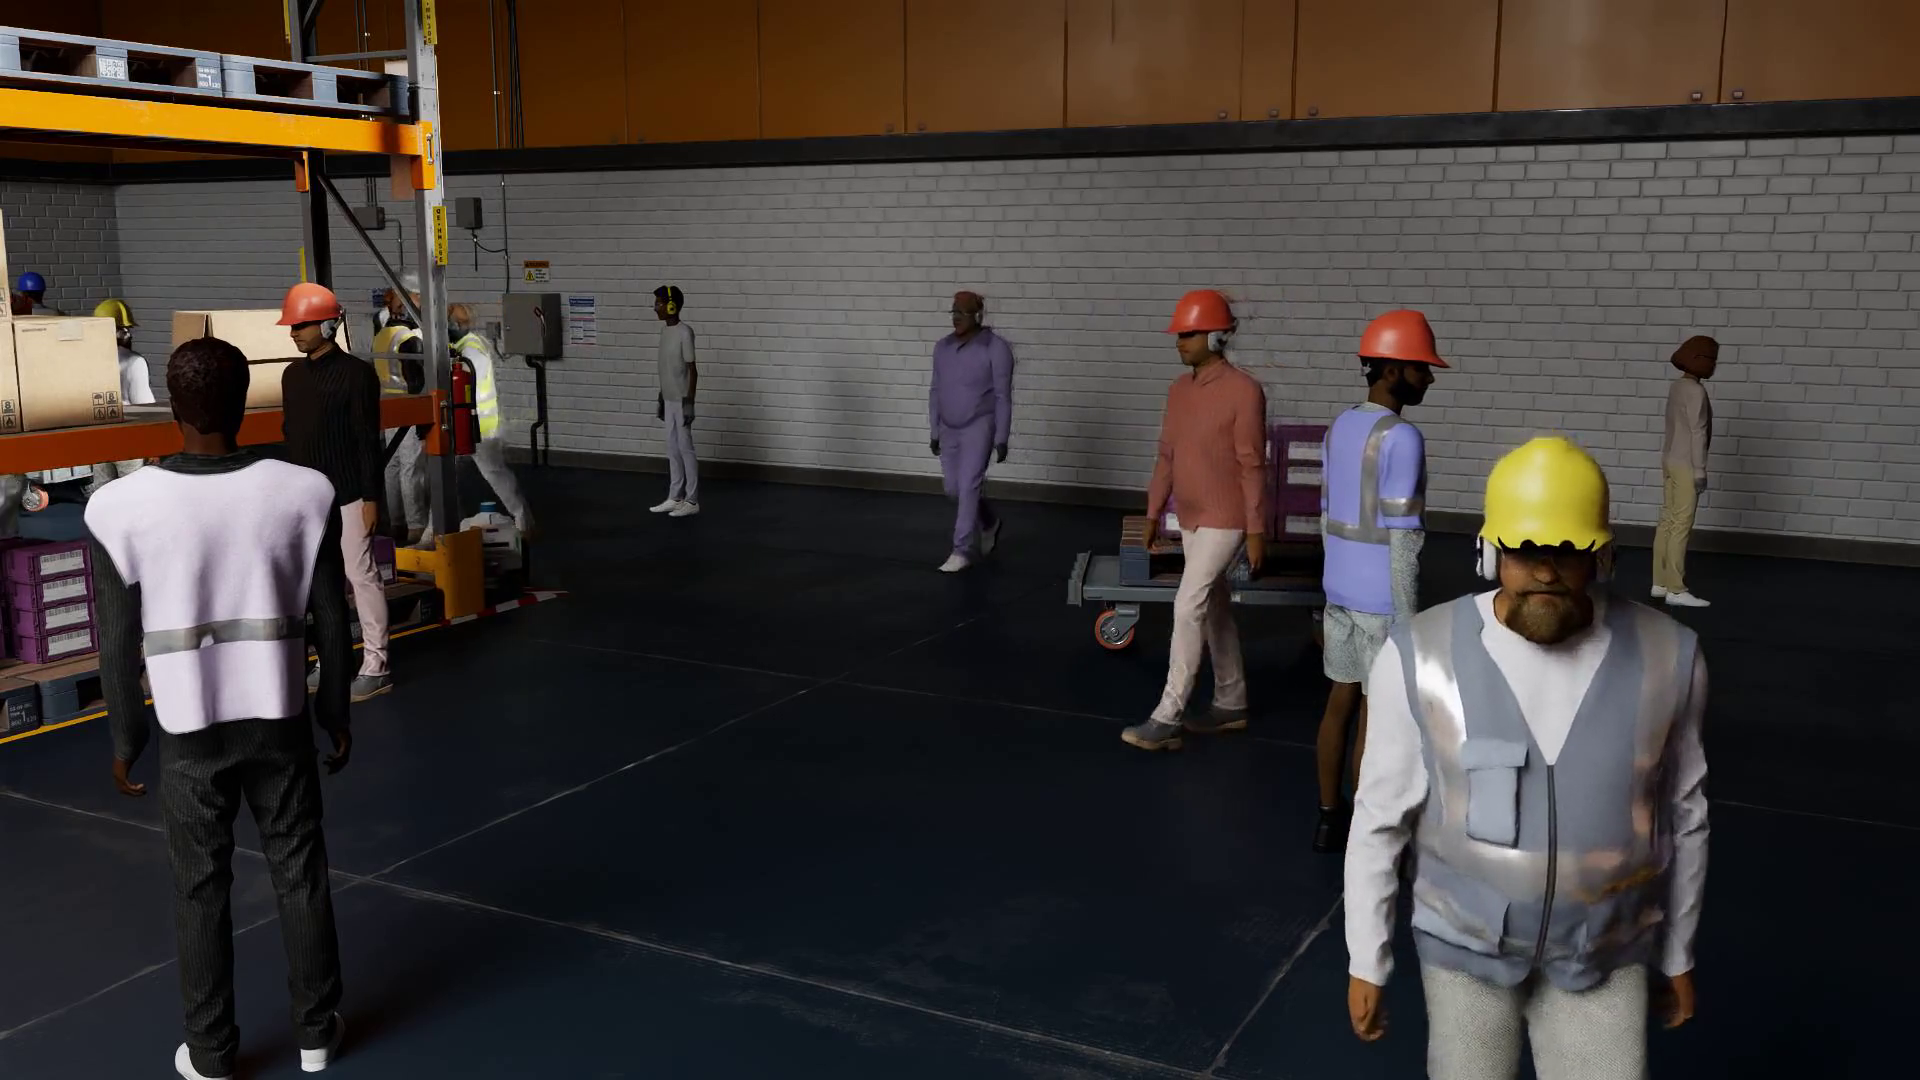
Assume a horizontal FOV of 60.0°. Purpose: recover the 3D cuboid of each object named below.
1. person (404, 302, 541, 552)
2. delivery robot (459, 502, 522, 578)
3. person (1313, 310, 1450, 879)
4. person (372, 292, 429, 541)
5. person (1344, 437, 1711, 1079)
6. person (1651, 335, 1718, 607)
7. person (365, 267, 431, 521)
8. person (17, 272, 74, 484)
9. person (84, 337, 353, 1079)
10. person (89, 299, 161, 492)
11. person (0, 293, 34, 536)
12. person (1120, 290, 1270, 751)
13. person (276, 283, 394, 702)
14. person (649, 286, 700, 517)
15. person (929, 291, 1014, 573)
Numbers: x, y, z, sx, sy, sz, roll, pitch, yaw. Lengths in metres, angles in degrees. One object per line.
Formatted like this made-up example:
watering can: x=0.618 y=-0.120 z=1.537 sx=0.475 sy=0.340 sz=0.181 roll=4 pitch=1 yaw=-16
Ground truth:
person: x=-3.479 y=-0.796 z=11.839 sx=0.975 sy=1.791 sz=0.610 roll=-7 pitch=12 yaw=-35
delivery robot: x=-2.962 y=0.003 z=10.482 sx=0.477 sy=0.478 sz=0.707 roll=-3 pitch=10 yaw=-19
person: x=1.441 y=0.183 z=5.723 sx=0.376 sy=1.934 sz=0.547 roll=-3 pitch=10 yaw=-14
person: x=-4.110 y=-0.919 z=12.384 sx=0.430 sy=1.841 sz=0.623 roll=-9 pitch=13 yaw=-41
person: x=0.987 y=0.733 z=2.896 sx=0.631 sy=1.807 sz=0.712 roll=2 pitch=10 yaw=13
person: x=4.412 y=-0.423 z=10.098 sx=0.282 sy=1.633 sz=0.498 roll=1 pitch=10 yaw=6
person: x=-4.271 y=-1.115 z=12.930 sx=0.694 sy=2.000 sz=0.536 roll=6 pitch=12 yaw=32
person: x=-8.479 y=-1.492 z=15.375 sx=0.389 sy=1.949 sz=0.604 roll=5 pitch=11 yaw=25
person: x=-1.837 y=0.453 z=4.208 sx=0.591 sy=1.919 sz=0.391 roll=-6 pitch=11 yaw=-29
person: x=-5.434 y=-0.638 z=10.781 sx=0.600 sy=1.827 sz=0.404 roll=3 pitch=10 yaw=16
person: x=-6.484 y=-0.735 z=11.254 sx=0.451 sy=1.857 sz=0.660 roll=-1 pitch=10 yaw=-8
person: x=0.953 y=-0.081 z=7.162 sx=0.864 sy=1.958 sz=0.644 roll=-4 pitch=11 yaw=-24
person: x=-3.003 y=-0.222 z=7.925 sx=0.620 sy=1.986 sz=0.400 roll=5 pitch=11 yaw=27
person: x=-2.308 y=-1.120 z=13.477 sx=0.335 sy=1.864 sz=0.521 roll=-7 pitch=12 yaw=-35
person: x=0.082 y=-0.750 z=11.297 sx=0.644 sy=1.882 sz=0.775 roll=8 pitch=12 yaw=38
